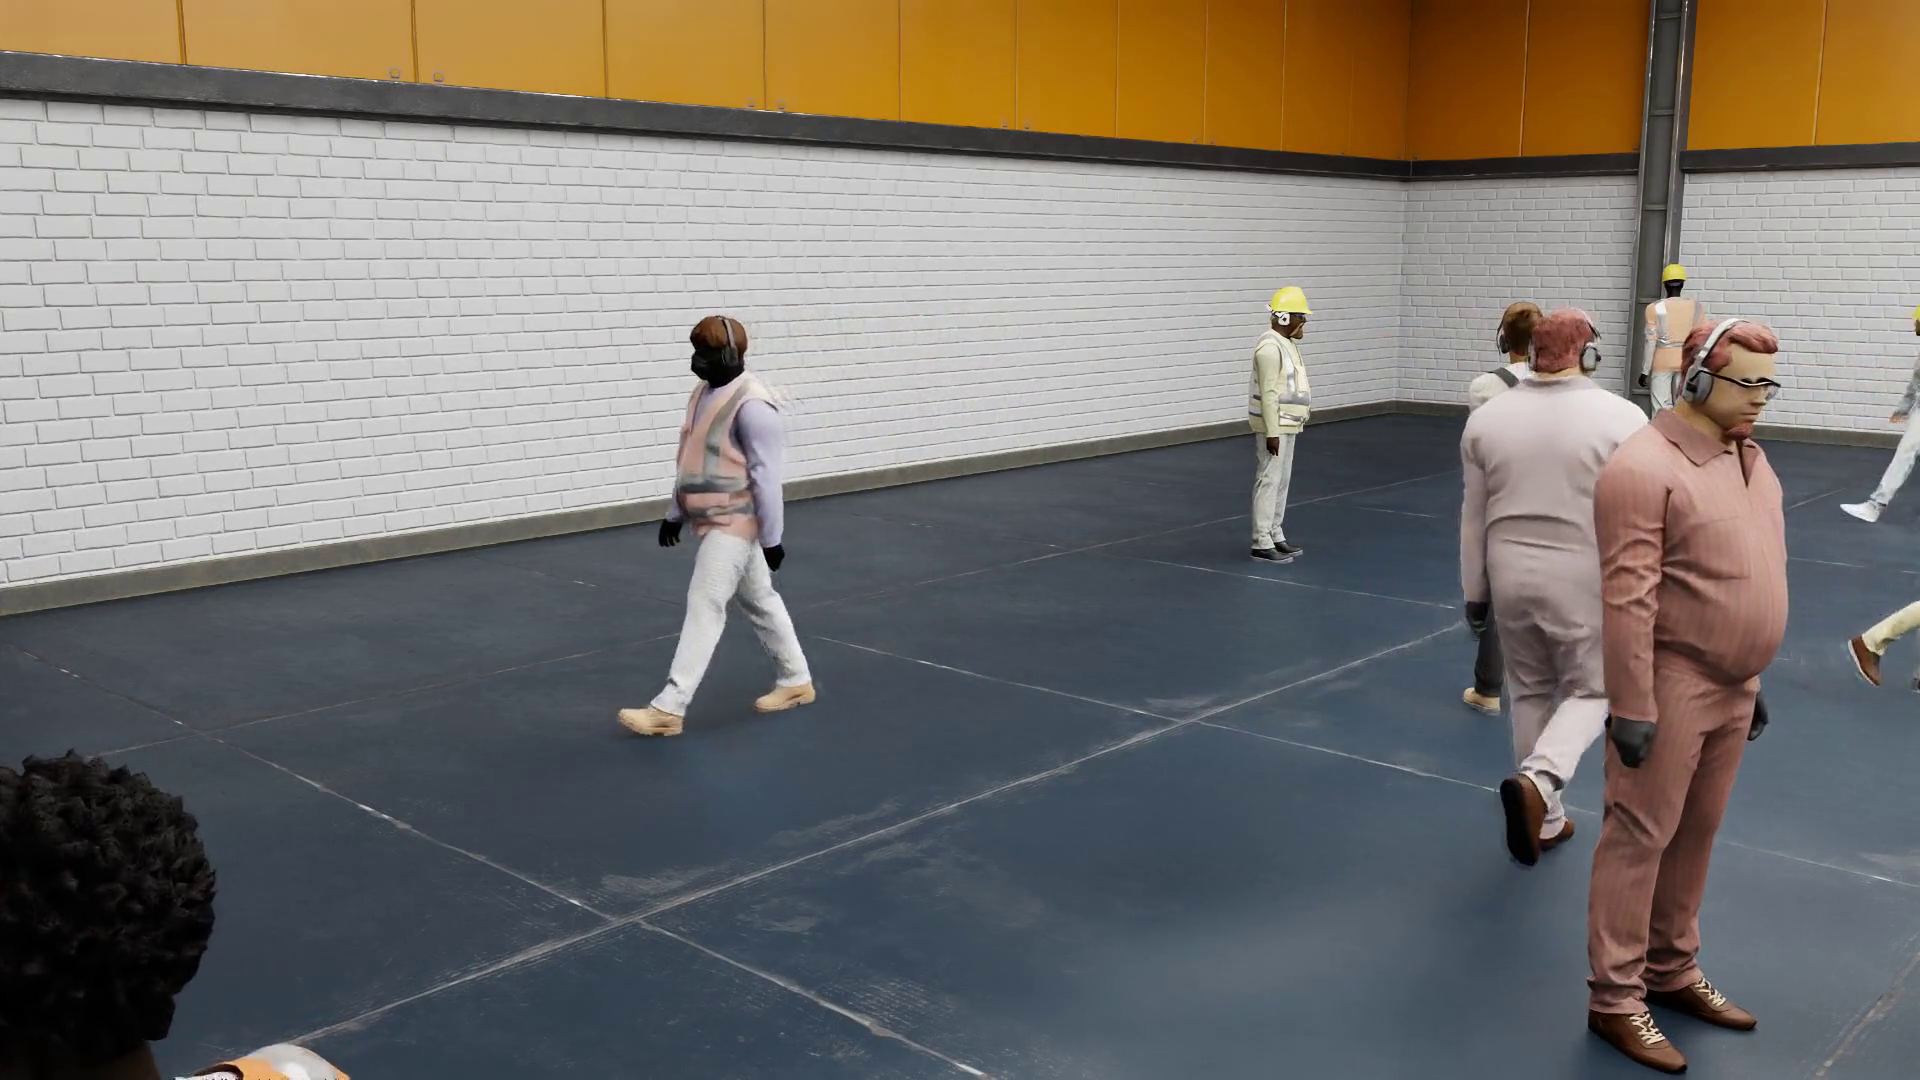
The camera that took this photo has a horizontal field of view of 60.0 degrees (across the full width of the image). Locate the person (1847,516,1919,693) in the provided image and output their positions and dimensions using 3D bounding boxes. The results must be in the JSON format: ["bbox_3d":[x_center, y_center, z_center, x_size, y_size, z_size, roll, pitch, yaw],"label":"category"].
[{"bbox_3d":[4.504,-0.058,7.639,0.522,1.609,0.534,7,12,35],"label":"person"}]

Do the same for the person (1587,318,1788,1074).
[{"bbox_3d":[1.896,0.385,4.291,0.639,1.902,0.407,-8,13,-37],"label":"person"}]

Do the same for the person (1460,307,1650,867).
[{"bbox_3d":[1.951,0.172,5.542,0.667,1.878,0.683,9,14,42],"label":"person"}]

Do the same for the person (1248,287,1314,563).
[{"bbox_3d":[2.126,-0.762,11.055,0.403,1.825,0.597,5,11,24],"label":"person"}]

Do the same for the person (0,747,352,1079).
[{"bbox_3d":[-0.659,1.004,1.380,0.318,1.689,0.539,3,10,15],"label":"person"}]

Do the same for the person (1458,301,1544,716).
[{"bbox_3d":[2.479,-0.129,7.389,0.506,1.841,0.344,0,10,1],"label":"person"}]

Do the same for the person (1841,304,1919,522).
[{"bbox_3d":[7.193,-0.942,12.434,0.921,1.696,0.501,5,11,26],"label":"person"}]

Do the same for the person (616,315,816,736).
[{"bbox_3d":[-1.036,-0.072,7.225,0.976,1.794,0.627,-5,11,-25],"label":"person"}]

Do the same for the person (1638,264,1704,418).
[{"bbox_3d":[6.740,-1.651,15.818,0.594,1.919,0.380,-2,10,-9],"label":"person"}]
